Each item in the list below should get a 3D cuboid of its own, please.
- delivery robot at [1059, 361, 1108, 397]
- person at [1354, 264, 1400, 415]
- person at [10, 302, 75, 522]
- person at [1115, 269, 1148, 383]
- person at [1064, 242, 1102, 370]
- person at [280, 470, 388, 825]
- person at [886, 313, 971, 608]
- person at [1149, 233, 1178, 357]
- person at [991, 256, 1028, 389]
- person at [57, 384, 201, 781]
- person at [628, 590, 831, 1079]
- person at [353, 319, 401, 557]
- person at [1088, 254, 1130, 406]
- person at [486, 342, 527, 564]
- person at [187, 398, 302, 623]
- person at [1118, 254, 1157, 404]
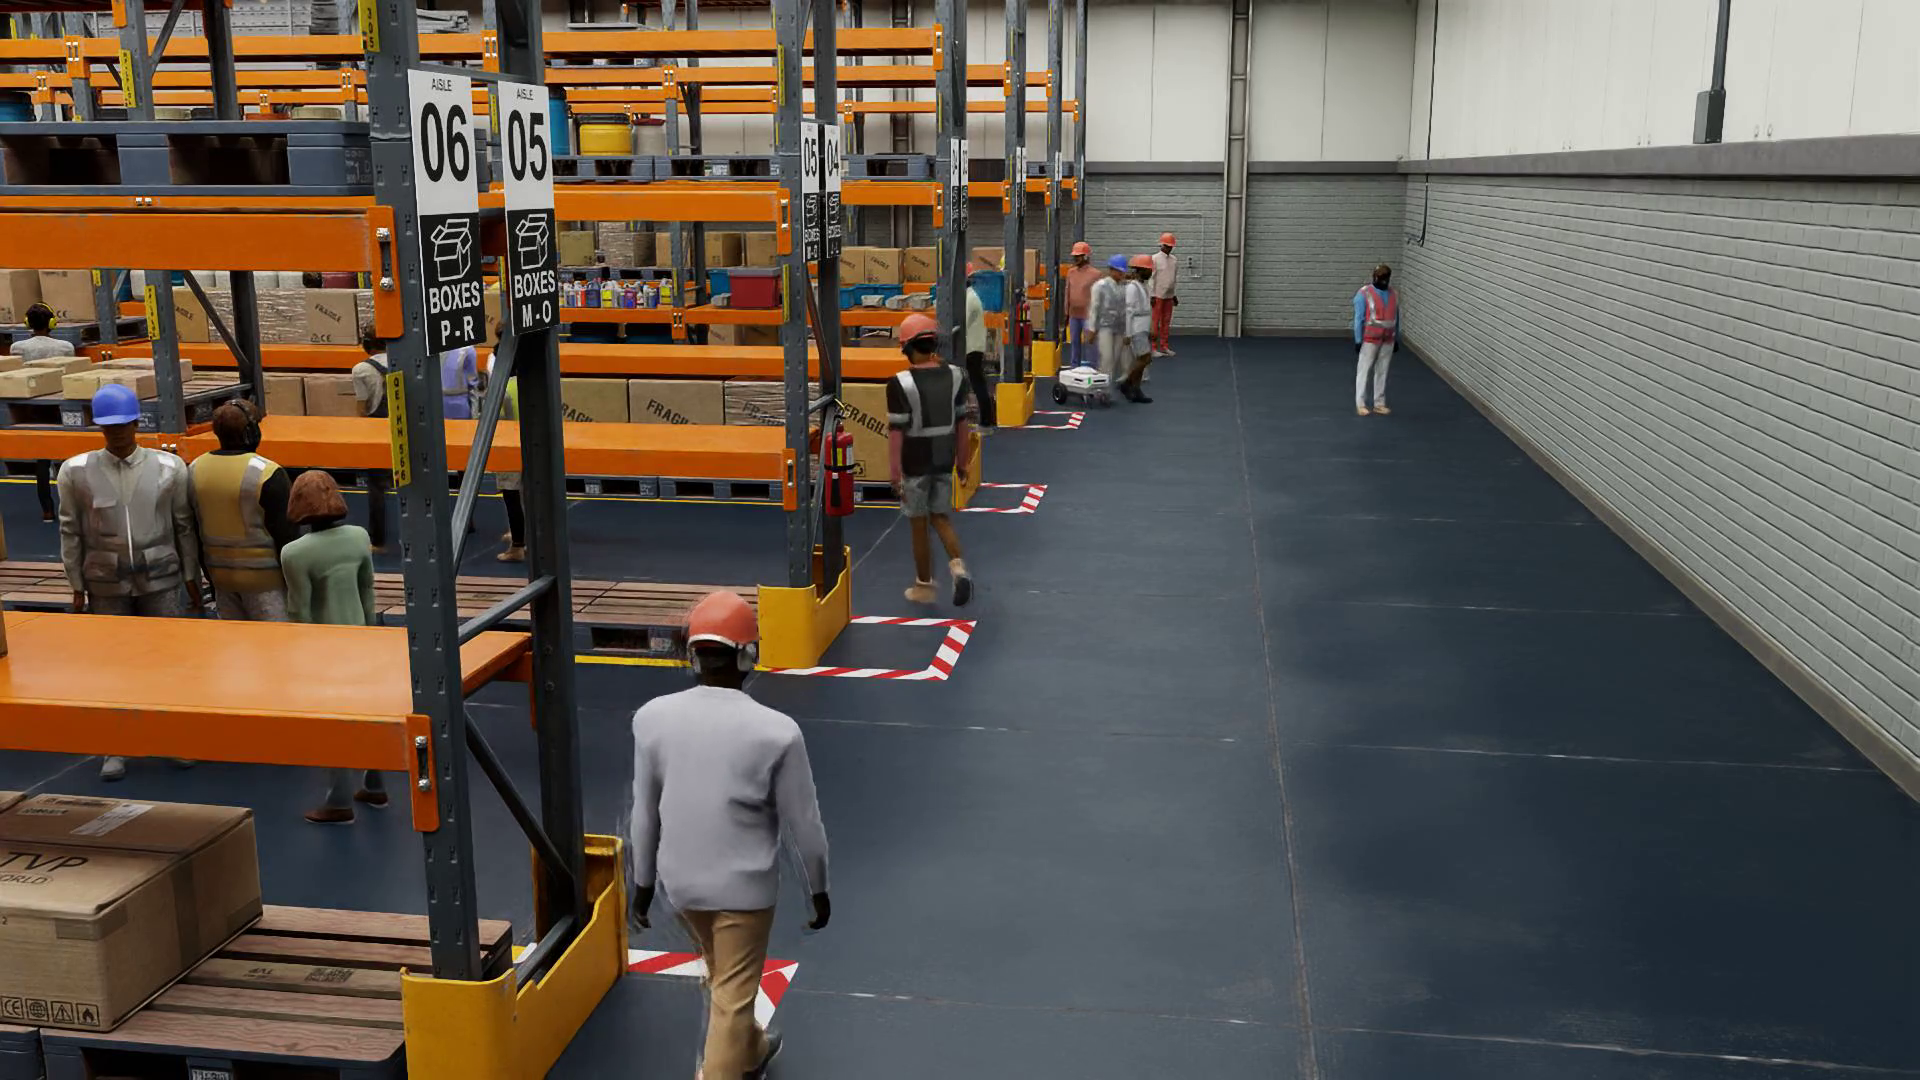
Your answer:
[{"bbox_3d":[1.580,-2.035,21.220,0.477,0.478,0.707,-8,14,-30],"label":"delivery robot"},{"bbox_3d":[5.114,-2.448,20.381,0.633,1.839,0.429,-4,13,-19],"label":"person"},{"bbox_3d":[-7.731,-1.082,14.145,0.534,1.869,0.315,-4,13,-18],"label":"person"},{"bbox_3d":[2.400,-3.010,23.454,0.616,1.602,0.524,-2,13,-10],"label":"person"},{"bbox_3d":[1.694,-3.155,23.217,0.623,1.992,0.391,11,17,42],"label":"person"},{"bbox_3d":[-2.863,0.489,7.590,0.266,1.631,0.507,6,14,25],"label":"person"},{"bbox_3d":[-0.202,-0.510,11.208,0.634,2.022,0.569,-8,15,-33],"label":"person"},{"bbox_3d":[3.287,-3.946,26.809,0.608,1.986,0.389,-10,16,-39],"label":"person"},{"bbox_3d":[0.658,-2.982,22.805,0.591,1.834,0.404,-9,16,-36],"label":"person"},{"bbox_3d":[-4.064,0.199,8.182,0.602,1.949,0.396,-7,14,-27],"label":"person"},{"bbox_3d":[-0.659,0.993,5.127,0.602,1.706,0.825,5,13,22],"label":"person"},{"bbox_3d":[-4.462,-0.799,12.952,0.360,1.837,0.508,11,17,42],"label":"person"},{"bbox_3d":[2.006,-2.677,21.240,0.625,1.907,0.842,-6,14,-24],"label":"person"},{"bbox_3d":[-3.390,-0.672,12.681,0.318,1.697,0.540,7,14,29],"label":"person"},{"bbox_3d":[-3.556,0.205,8.398,0.626,1.847,0.429,4,13,18],"label":"person"},{"bbox_3d":[2.326,-2.691,21.288,0.423,1.916,0.552,6,14,25],"label":"person"}]
